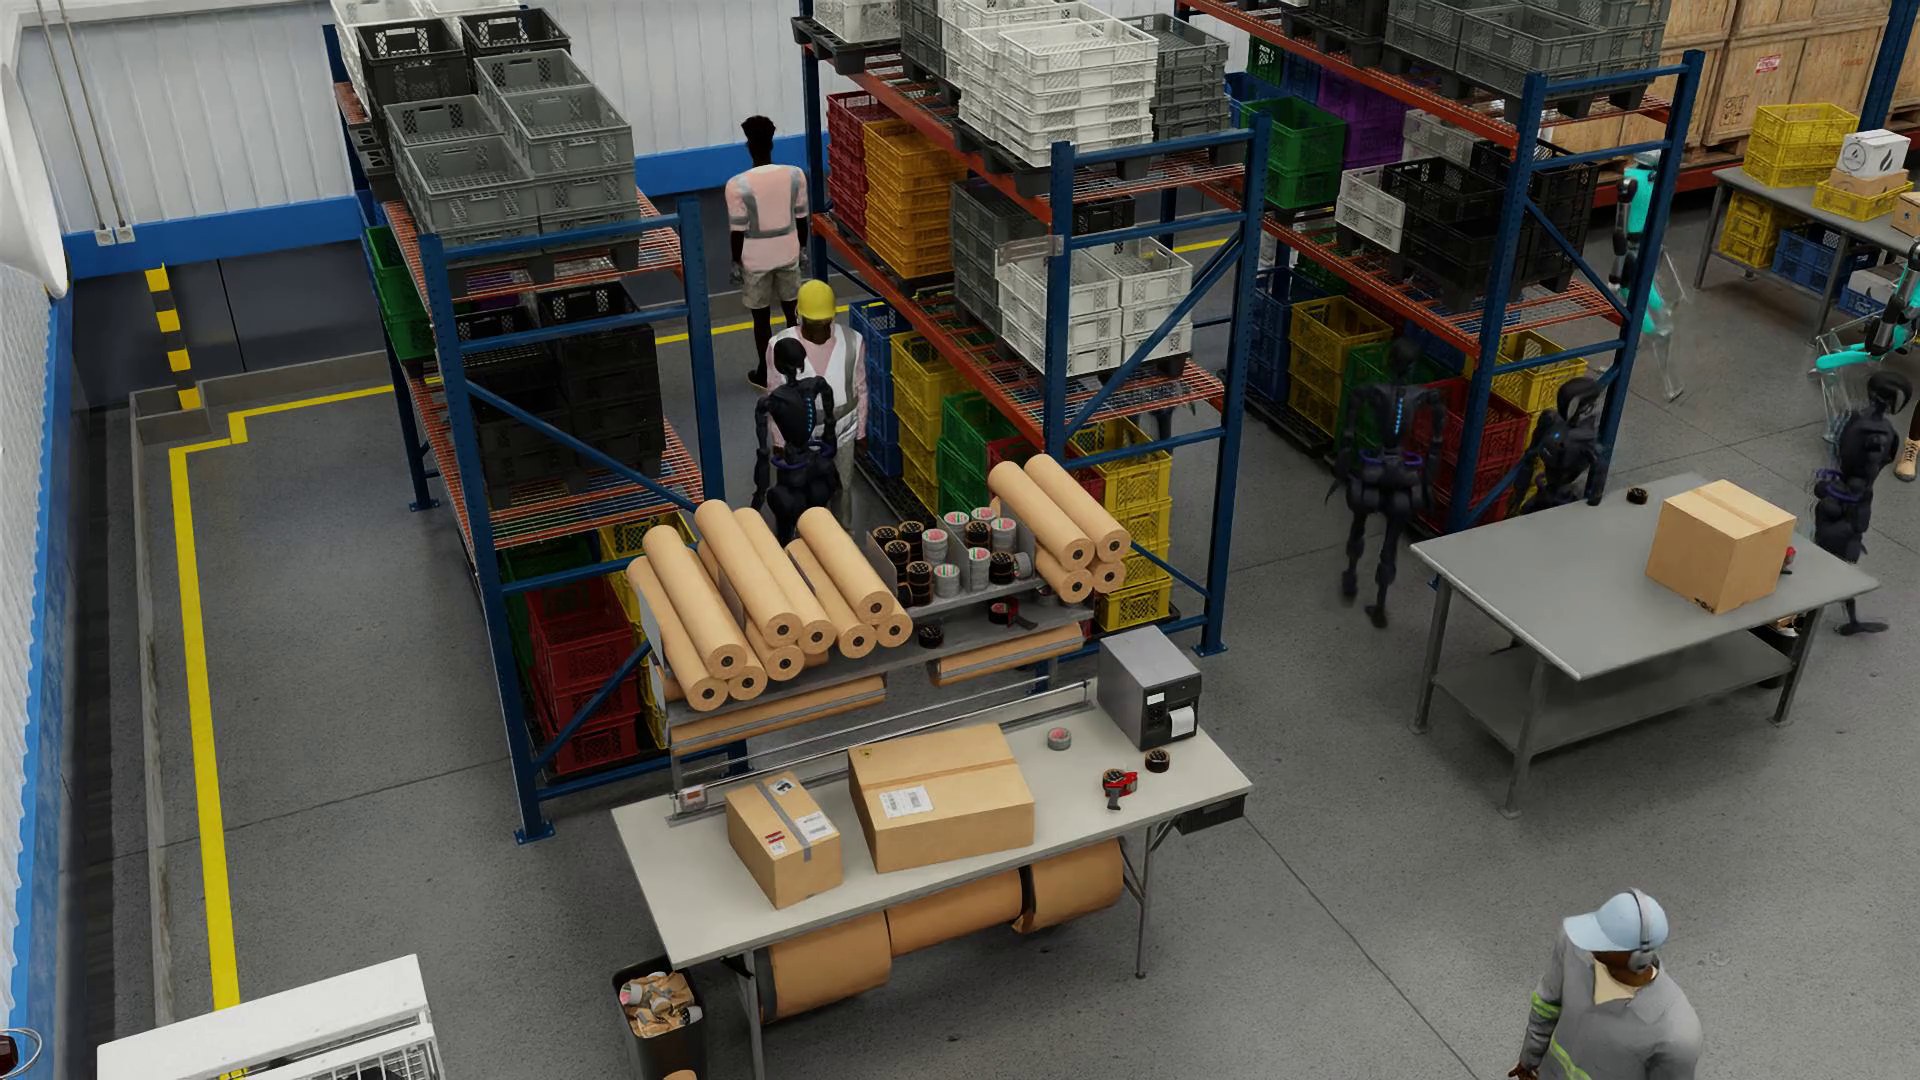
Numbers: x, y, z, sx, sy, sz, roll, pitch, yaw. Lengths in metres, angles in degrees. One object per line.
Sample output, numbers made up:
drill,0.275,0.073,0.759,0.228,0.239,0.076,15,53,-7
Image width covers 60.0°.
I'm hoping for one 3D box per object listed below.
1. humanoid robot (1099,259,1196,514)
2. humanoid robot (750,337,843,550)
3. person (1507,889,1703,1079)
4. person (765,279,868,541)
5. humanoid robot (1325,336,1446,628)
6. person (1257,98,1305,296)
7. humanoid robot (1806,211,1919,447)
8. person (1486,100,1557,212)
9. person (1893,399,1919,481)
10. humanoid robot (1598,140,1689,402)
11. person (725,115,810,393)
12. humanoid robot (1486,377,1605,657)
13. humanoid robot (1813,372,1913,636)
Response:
humanoid robot,1.150,-0.961,10.205,0.610,1.633,0.537,-2,32,-3
humanoid robot,-0.894,-0.341,9.177,0.613,1.651,0.309,-27,41,-37
person,2.039,1.851,5.455,0.385,1.849,0.596,-14,34,-21
person,-0.799,-0.623,9.488,0.589,1.835,0.404,-8,33,-13
humanoid robot,2.336,-0.328,9.171,0.588,1.632,0.614,4,32,6
person,2.534,-2.827,13.076,0.432,1.836,0.617,-22,38,-32
humanoid robot,5.880,-1.415,10.740,0.533,1.677,0.735,-23,38,-32
person,4.376,-2.934,13.198,0.573,1.882,0.357,-8,32,-12
person,6.360,-1.275,10.353,0.613,2.039,0.387,8,33,13
humanoid robot,4.895,-1.795,11.560,0.845,1.846,0.559,28,41,37
person,-1.328,-1.976,11.564,0.612,1.961,0.363,-18,36,-26
humanoid robot,3.192,-0.143,8.905,0.741,1.627,0.606,-12,34,-18
humanoid robot,4.757,-0.150,8.913,0.785,1.622,0.609,9,33,14
